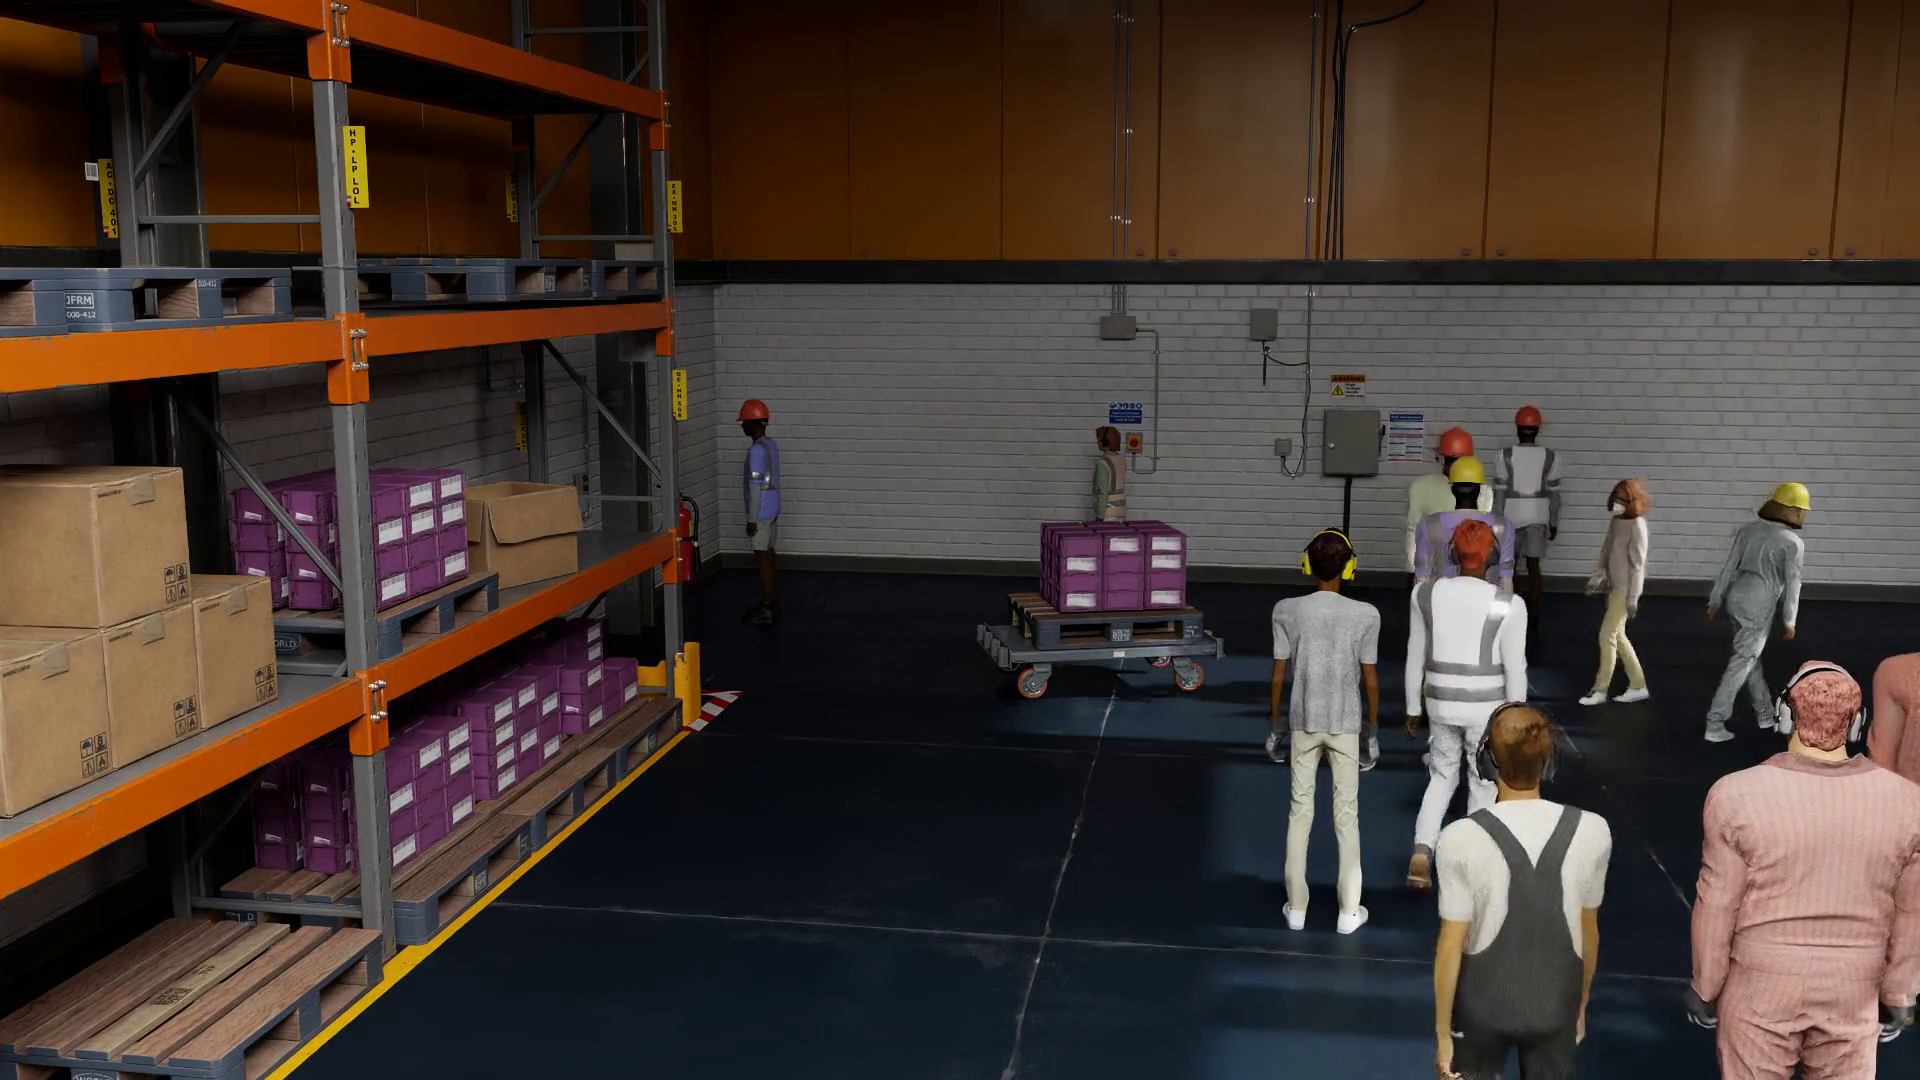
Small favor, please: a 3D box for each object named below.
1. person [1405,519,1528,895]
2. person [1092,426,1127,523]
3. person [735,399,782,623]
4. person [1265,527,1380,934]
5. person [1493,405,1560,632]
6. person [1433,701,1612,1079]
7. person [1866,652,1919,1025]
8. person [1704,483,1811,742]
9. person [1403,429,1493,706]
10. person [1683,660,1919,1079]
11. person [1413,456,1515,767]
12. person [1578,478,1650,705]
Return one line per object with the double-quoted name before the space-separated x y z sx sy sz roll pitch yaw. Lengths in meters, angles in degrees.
"person" 2.381 0.831 7.903 0.596 1.868 0.577 7 11 36
"person" 1.352 -0.215 15.051 0.314 1.642 0.514 5 10 27
"person" -1.741 -0.248 14.378 0.384 1.931 0.541 1 9 6
"person" 1.666 0.872 7.638 0.521 1.873 0.334 3 10 19
"person" 4.808 -0.190 14.121 0.557 1.903 0.943 2 9 10
"person" 1.592 1.373 4.723 0.502 1.821 0.756 1 9 4
"person" 3.772 1.051 6.306 0.633 1.955 0.999 4 10 25
"person" 5.181 0.460 10.767 0.897 1.667 0.514 -3 10 -19
"person" 3.328 0.230 11.337 0.619 1.961 0.869 1 9 6
"person" 2.475 1.296 4.918 0.646 1.908 0.408 1 9 6
"person" 3.027 0.453 10.061 0.593 1.922 0.383 1 9 7
"person" 4.589 0.363 11.572 0.502 1.608 0.572 1 9 5
